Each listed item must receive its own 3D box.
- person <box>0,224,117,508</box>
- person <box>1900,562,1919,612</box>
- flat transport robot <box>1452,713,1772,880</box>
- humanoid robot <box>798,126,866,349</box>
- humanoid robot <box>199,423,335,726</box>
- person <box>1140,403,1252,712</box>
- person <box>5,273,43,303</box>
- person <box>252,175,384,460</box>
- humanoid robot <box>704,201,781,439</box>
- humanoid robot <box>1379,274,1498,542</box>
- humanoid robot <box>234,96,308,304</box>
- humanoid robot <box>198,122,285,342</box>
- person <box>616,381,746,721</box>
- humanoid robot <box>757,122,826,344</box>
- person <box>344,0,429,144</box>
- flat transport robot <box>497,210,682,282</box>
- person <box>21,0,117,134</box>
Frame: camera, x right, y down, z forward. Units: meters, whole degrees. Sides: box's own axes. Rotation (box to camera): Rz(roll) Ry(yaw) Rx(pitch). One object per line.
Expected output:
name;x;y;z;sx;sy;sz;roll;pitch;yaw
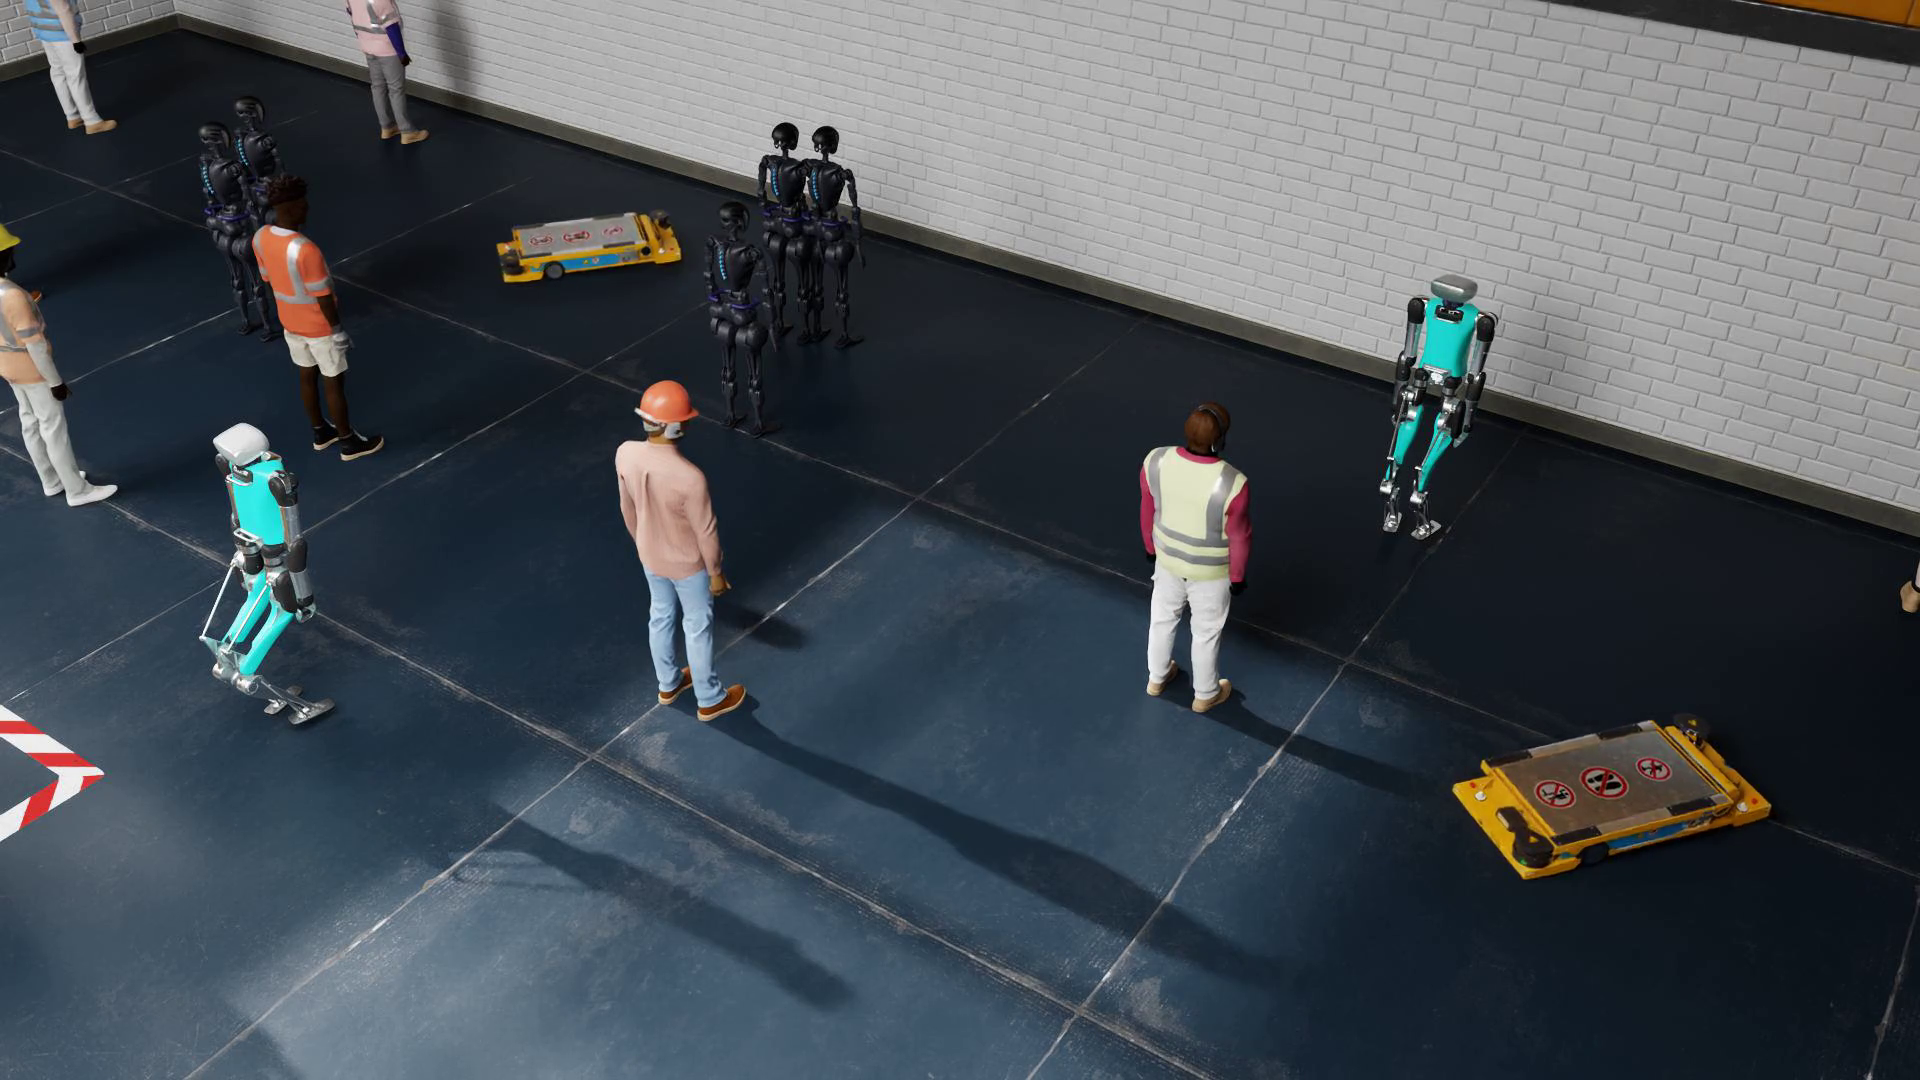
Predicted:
person;-5.804;-1.091;10.376;0.585;1.928;0.366;22;40;28
person;5.770;-0.359;9.364;0.474;1.892;0.384;22;40;28
flat transport robot;3.304;1.285;8.426;1.431;0.231;0.659;-11;36;-15
humanoid robot;-0.969;-2.233;12.214;0.599;1.657;0.315;21;40;27
humanoid robot;-3.650;0.268;8.484;0.533;1.677;0.735;21;40;27
person;1.240;0.094;8.757;0.621;1.844;0.430;22;40;28
person;-7.556;-2.708;12.639;0.610;1.985;0.390;22;40;28
person;-4.221;-1.437;10.844;0.603;1.958;0.375;22;40;28
humanoid robot;-1.480;-1.487;11.152;0.599;1.653;0.315;21;40;27
humanoid robot;2.745;-0.713;9.890;0.533;1.672;0.735;21;40;27
humanoid robot;-5.278;-2.588;12.724;0.599;1.653;0.315;21;40;27
humanoid robot;-5.345;-2.289;12.298;0.599;1.653;0.315;21;40;27
person;-1.462;0.072;8.666;0.610;1.985;0.390;22;40;28
humanoid robot;-1.260;-2.272;12.270;0.599;1.657;0.315;21;40;27
person;-5.376;-4.589;15.532;0.611;1.749;0.419;22;40;28
flat transport robot;-3.070;-2.422;13.724;1.431;0.231;0.659;-11;36;-15
person;-8.498;-4.774;15.721;0.621;1.837;0.430;22;40;28
